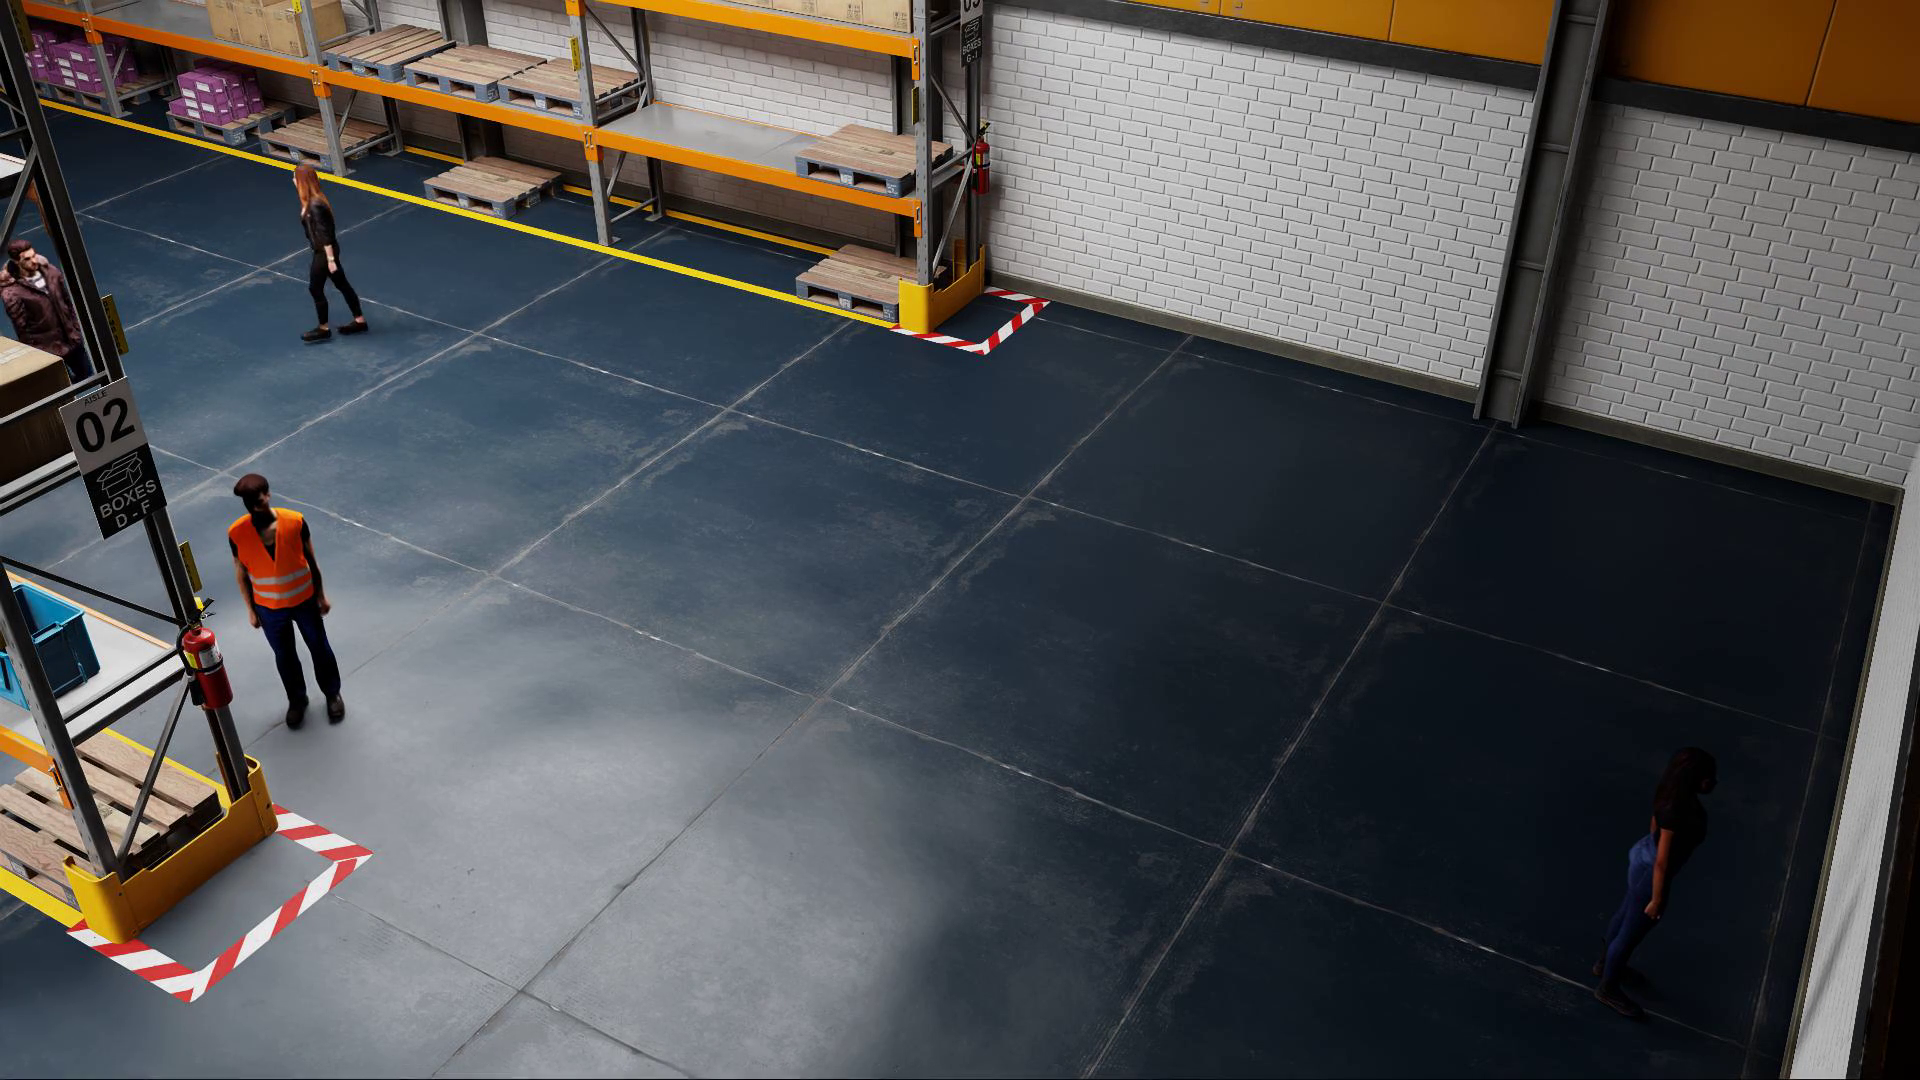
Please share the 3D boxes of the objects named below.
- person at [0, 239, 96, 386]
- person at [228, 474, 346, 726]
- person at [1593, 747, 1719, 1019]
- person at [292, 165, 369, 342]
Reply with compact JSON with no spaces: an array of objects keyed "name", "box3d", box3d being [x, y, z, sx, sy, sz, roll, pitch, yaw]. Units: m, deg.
[{"name":"person","box3d":[-7.645,-1.679,13.928,0.846,1.832,0.810,12,36,18]},{"name":"person","box3d":[-4.381,0.364,10.811,0.785,1.879,0.828,-12,35,-17]},{"name":"person","box3d":[3.669,1.775,8.817,0.568,1.738,0.593,13,36,18]},{"name":"person","box3d":[-5.844,-2.699,15.586,0.957,1.694,0.904,-10,35,-14]}]
